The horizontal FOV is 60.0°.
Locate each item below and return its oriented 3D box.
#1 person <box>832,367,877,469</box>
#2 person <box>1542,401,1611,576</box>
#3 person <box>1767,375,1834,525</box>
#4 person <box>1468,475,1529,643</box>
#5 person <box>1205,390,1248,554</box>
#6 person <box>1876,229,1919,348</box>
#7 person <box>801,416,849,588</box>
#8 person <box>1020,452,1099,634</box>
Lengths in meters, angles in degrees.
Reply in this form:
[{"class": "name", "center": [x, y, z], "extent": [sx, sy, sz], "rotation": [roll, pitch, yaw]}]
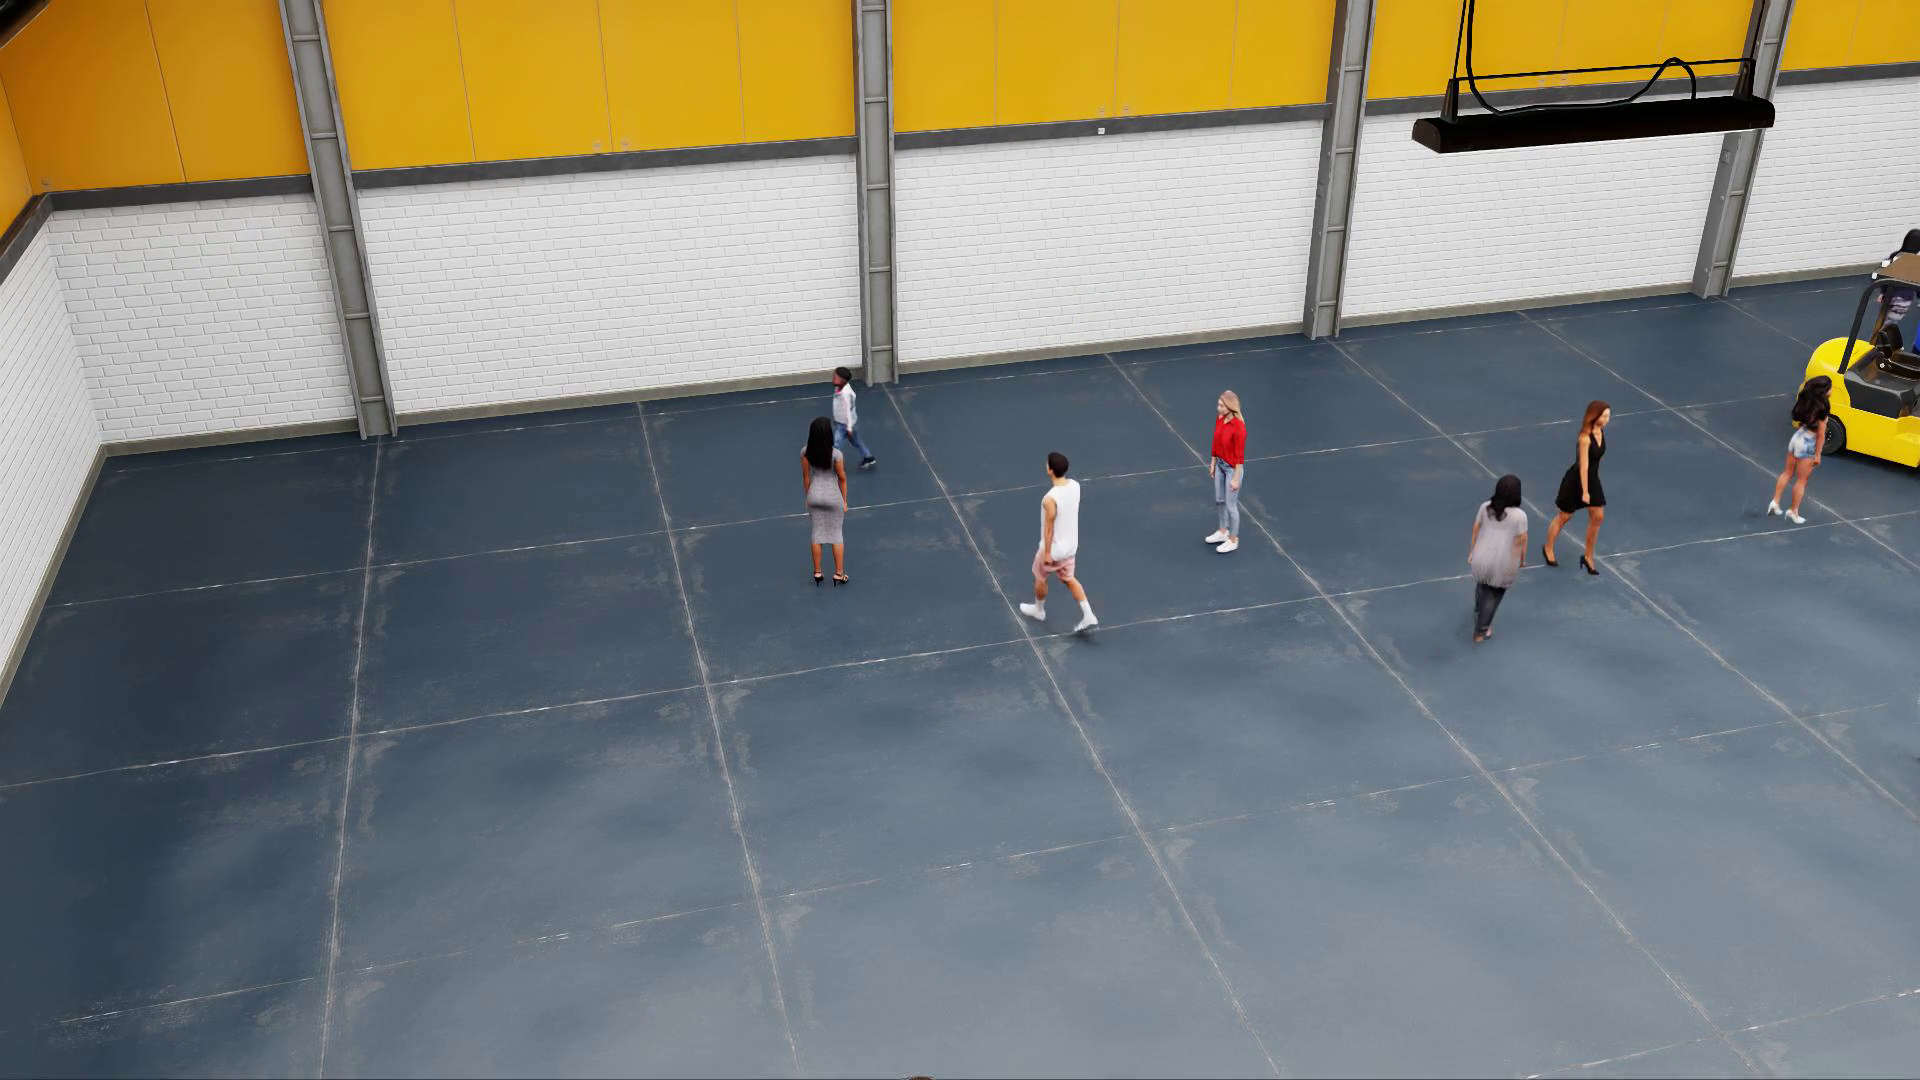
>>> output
[{"class": "person", "center": [-1.190, -1.314, 18.256], "extent": [0.901, 1.236, 0.564], "rotation": [-3, 29, -5]}, {"class": "person", "center": [5.958, -0.527, 16.212], "extent": [0.866, 1.812, 0.848], "rotation": [-22, 35, -34]}, {"class": "person", "center": [8.701, -0.948, 17.170], "extent": [0.594, 1.634, 0.597], "rotation": [-3, 29, -5]}, {"class": "person", "center": [4.836, 0.197, 15.125], "extent": [0.823, 1.582, 0.917], "rotation": [25, 37, 38]}, {"class": "person", "center": [2.692, -0.698, 16.645], "extent": [0.606, 1.699, 0.672], "rotation": [-15, 32, -25]}, {"class": "person", "center": [11.768, -3.039, 20.931], "extent": [1.040, 1.703, 0.825], "rotation": [-17, 33, -29]}, {"class": "person", "center": [-1.289, -0.362, 15.942], "extent": [0.606, 1.781, 0.719], "rotation": [7, 29, 12]}, {"class": "person", "center": [0.968, 0.068, 15.179], "extent": [1.080, 1.758, 1.144], "rotation": [25, 37, 38]}]
